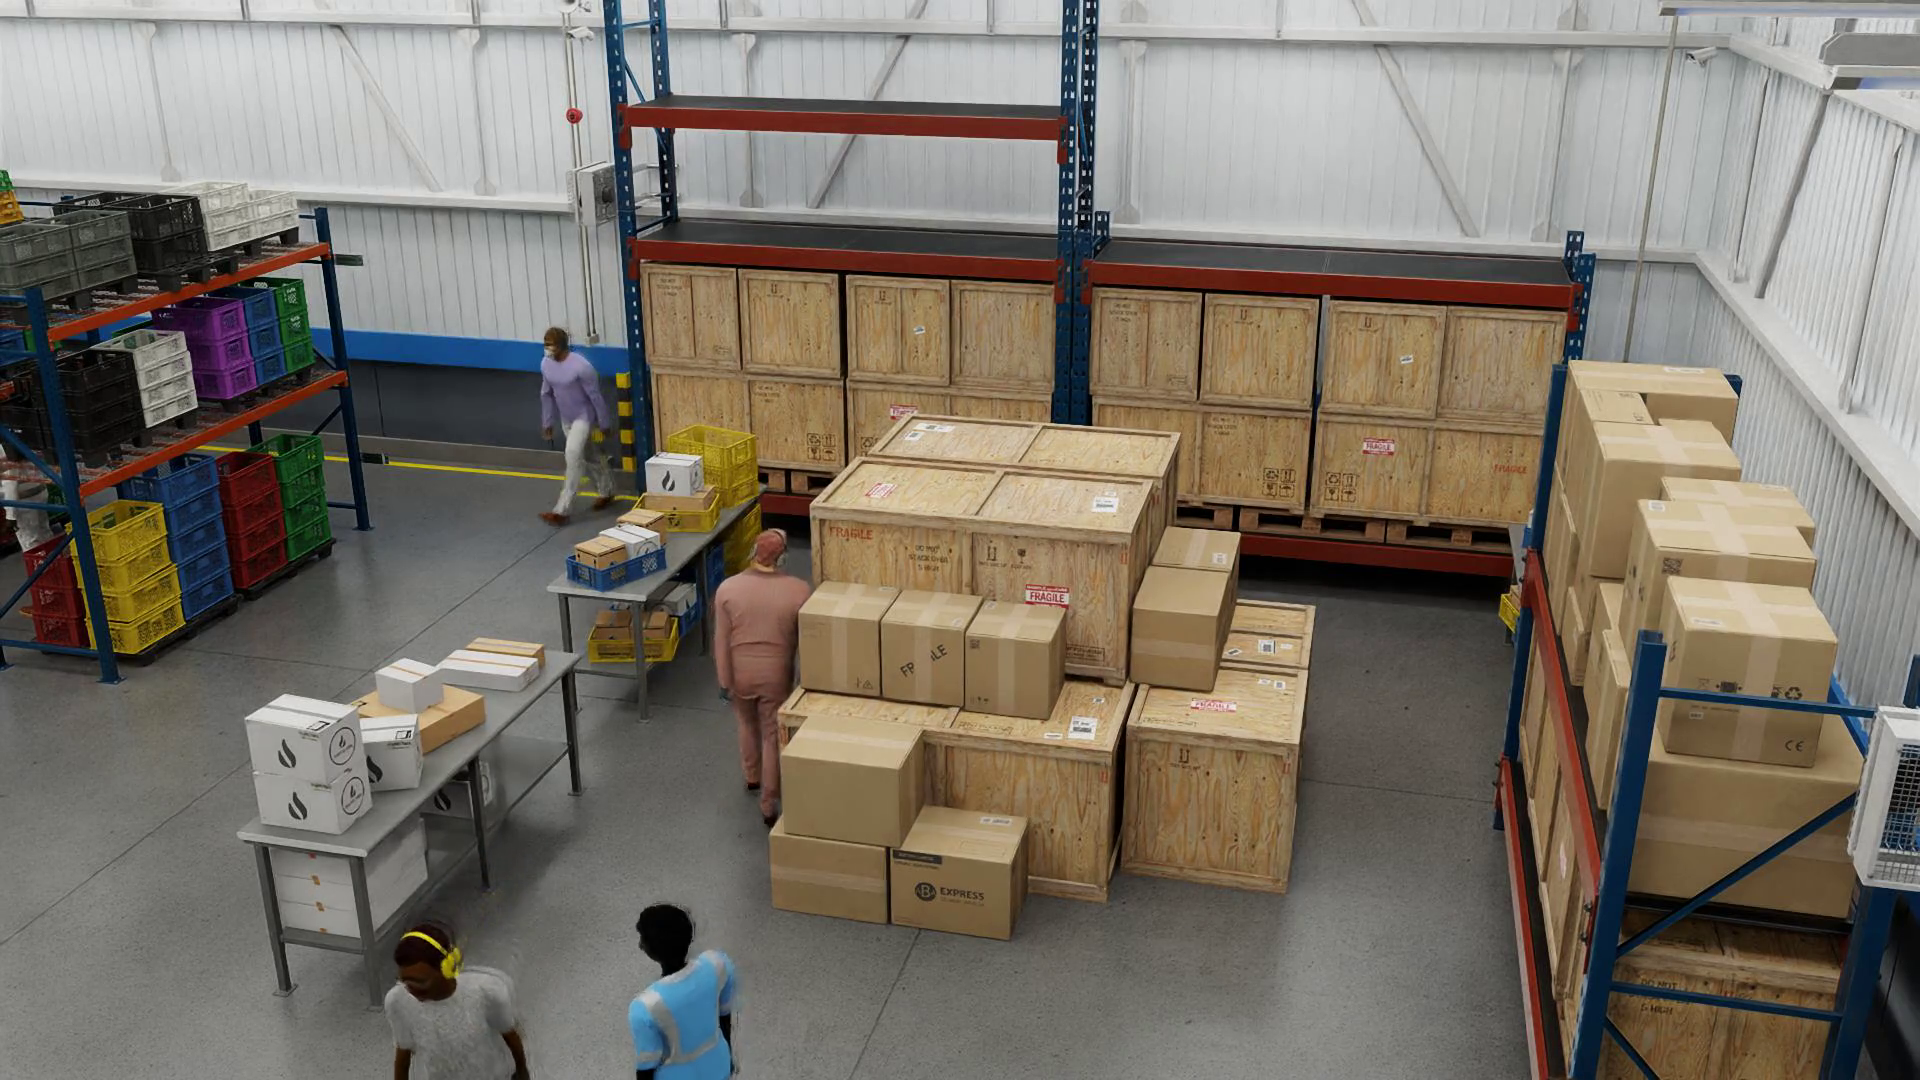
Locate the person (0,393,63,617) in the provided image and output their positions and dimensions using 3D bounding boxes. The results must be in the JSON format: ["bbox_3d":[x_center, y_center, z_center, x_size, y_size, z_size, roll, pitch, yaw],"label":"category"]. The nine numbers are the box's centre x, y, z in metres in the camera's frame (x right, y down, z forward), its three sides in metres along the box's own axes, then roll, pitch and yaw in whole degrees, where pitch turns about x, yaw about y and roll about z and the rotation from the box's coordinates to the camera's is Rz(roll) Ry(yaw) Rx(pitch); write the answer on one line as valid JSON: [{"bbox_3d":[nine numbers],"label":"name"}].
[{"bbox_3d":[-7.624,-0.297,13.539,0.362,1.886,0.575,-2,21,-5],"label":"person"}]

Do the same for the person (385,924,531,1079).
[{"bbox_3d":[-2.042,2.325,6.803,0.508,1.794,1.013,2,21,4],"label":"person"}]

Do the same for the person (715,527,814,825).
[{"bbox_3d":[-1.219,0.832,10.636,0.647,1.852,0.875,0,21,0],"label":"person"}]

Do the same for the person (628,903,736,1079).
[{"bbox_3d":[-1.156,2.284,7.058,0.317,1.691,0.601,15,26,35],"label":"person"}]

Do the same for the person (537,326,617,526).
[{"bbox_3d":[-3.667,-1.087,15.614,0.632,1.872,1.034,16,26,36],"label":"person"}]
